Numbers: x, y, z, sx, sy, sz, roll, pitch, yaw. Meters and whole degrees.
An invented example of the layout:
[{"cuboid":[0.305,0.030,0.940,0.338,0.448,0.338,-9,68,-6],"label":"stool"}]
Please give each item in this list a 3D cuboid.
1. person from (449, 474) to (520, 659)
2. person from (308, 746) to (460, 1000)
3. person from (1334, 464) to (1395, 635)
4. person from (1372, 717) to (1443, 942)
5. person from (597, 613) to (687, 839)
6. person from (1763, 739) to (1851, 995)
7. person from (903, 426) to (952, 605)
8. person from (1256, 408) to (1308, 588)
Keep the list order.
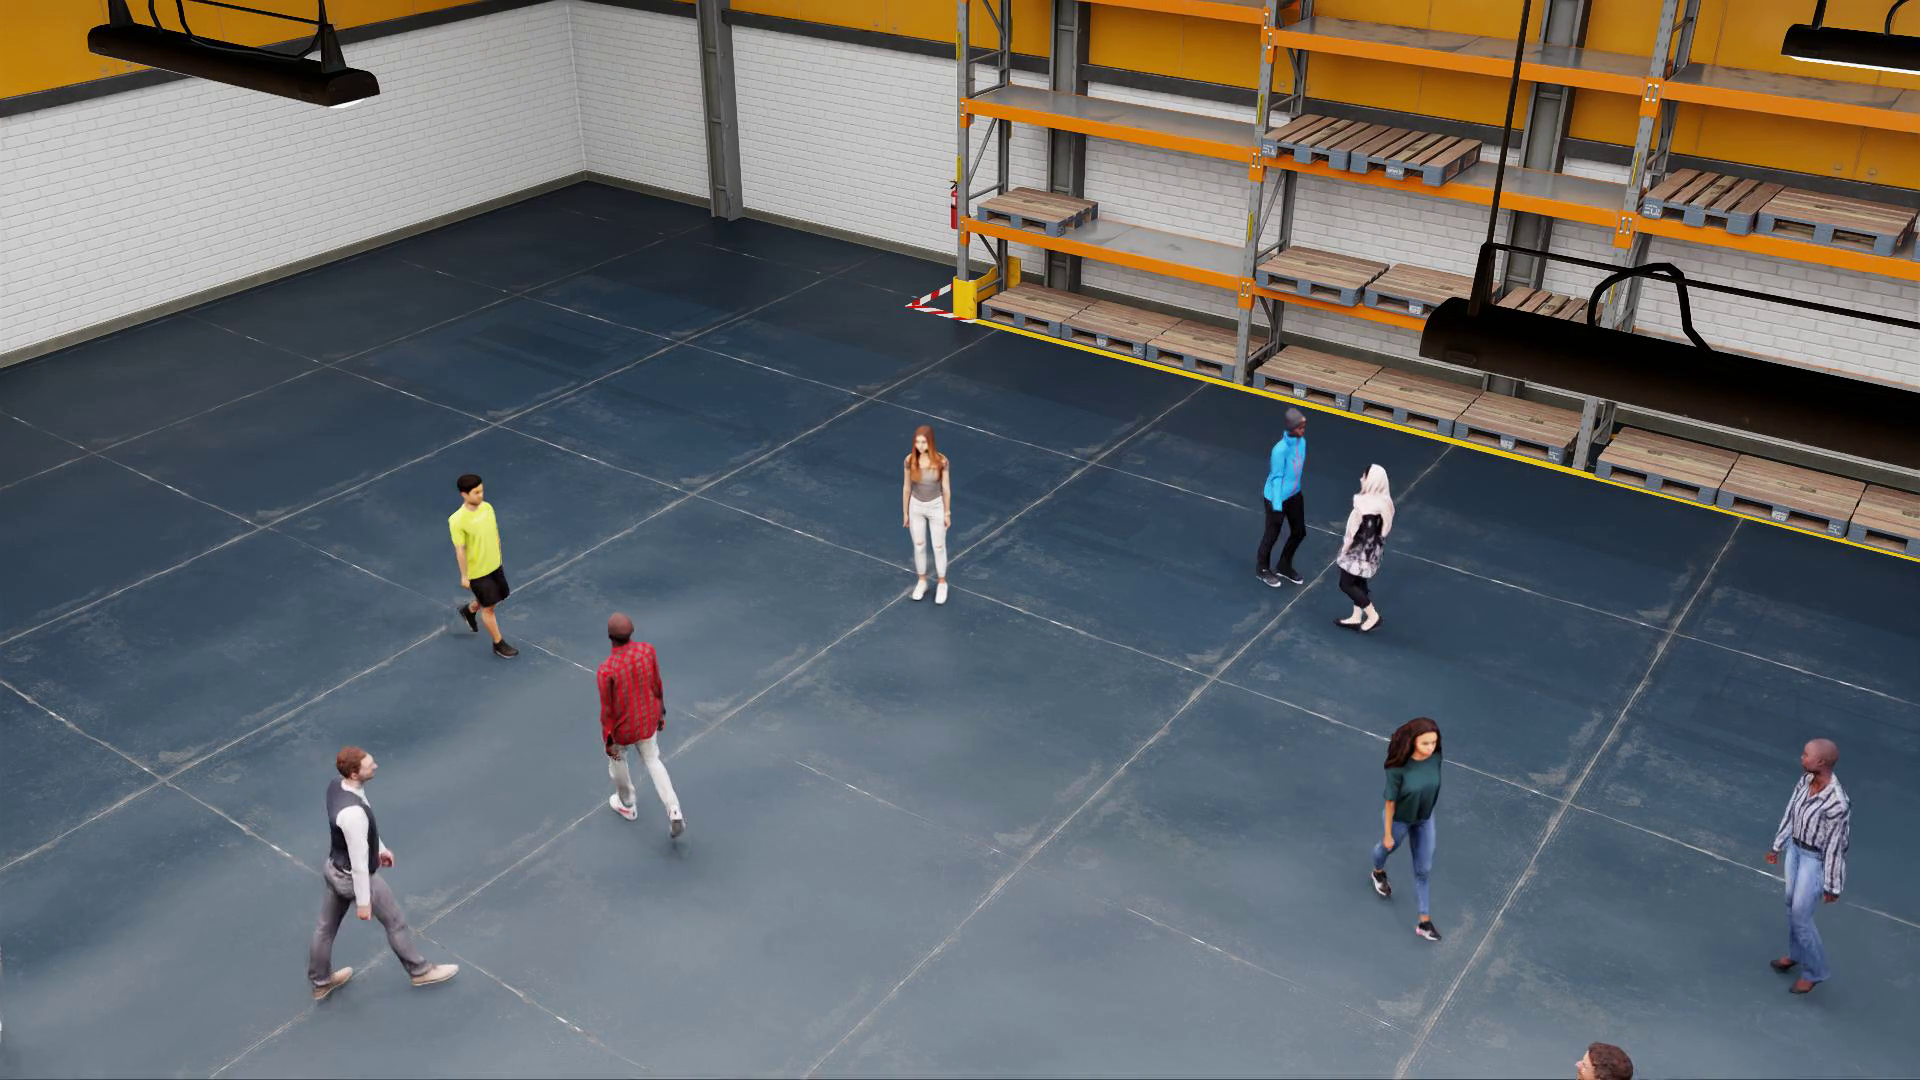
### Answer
[{"cuboid":[-4.131,0.202,14.160,0.968,1.689,0.706,14,32,24],"label":"person"},{"cuboid":[-3.876,2.132,10.430,1.032,1.872,1.155,-21,35,-33],"label":"person"},{"cuboid":[3.588,0.093,14.423,0.763,1.627,0.710,10,30,18],"label":"person"},{"cuboid":[2.983,1.846,11.266,1.028,1.572,1.143,-8,30,-14],"label":"person"},{"cuboid":[-2.310,1.349,11.942,0.858,1.798,1.171,-22,36,-35],"label":"person"},{"cuboid":[5.486,2.091,10.627,0.840,1.755,0.810,-8,30,-14],"label":"person"},{"cuboid":[-0.287,-0.254,14.966,0.596,1.717,0.721,5,29,9],"label":"person"},{"cuboid":[2.875,-0.413,15.191,0.700,1.781,0.722,-26,38,-38],"label":"person"}]
